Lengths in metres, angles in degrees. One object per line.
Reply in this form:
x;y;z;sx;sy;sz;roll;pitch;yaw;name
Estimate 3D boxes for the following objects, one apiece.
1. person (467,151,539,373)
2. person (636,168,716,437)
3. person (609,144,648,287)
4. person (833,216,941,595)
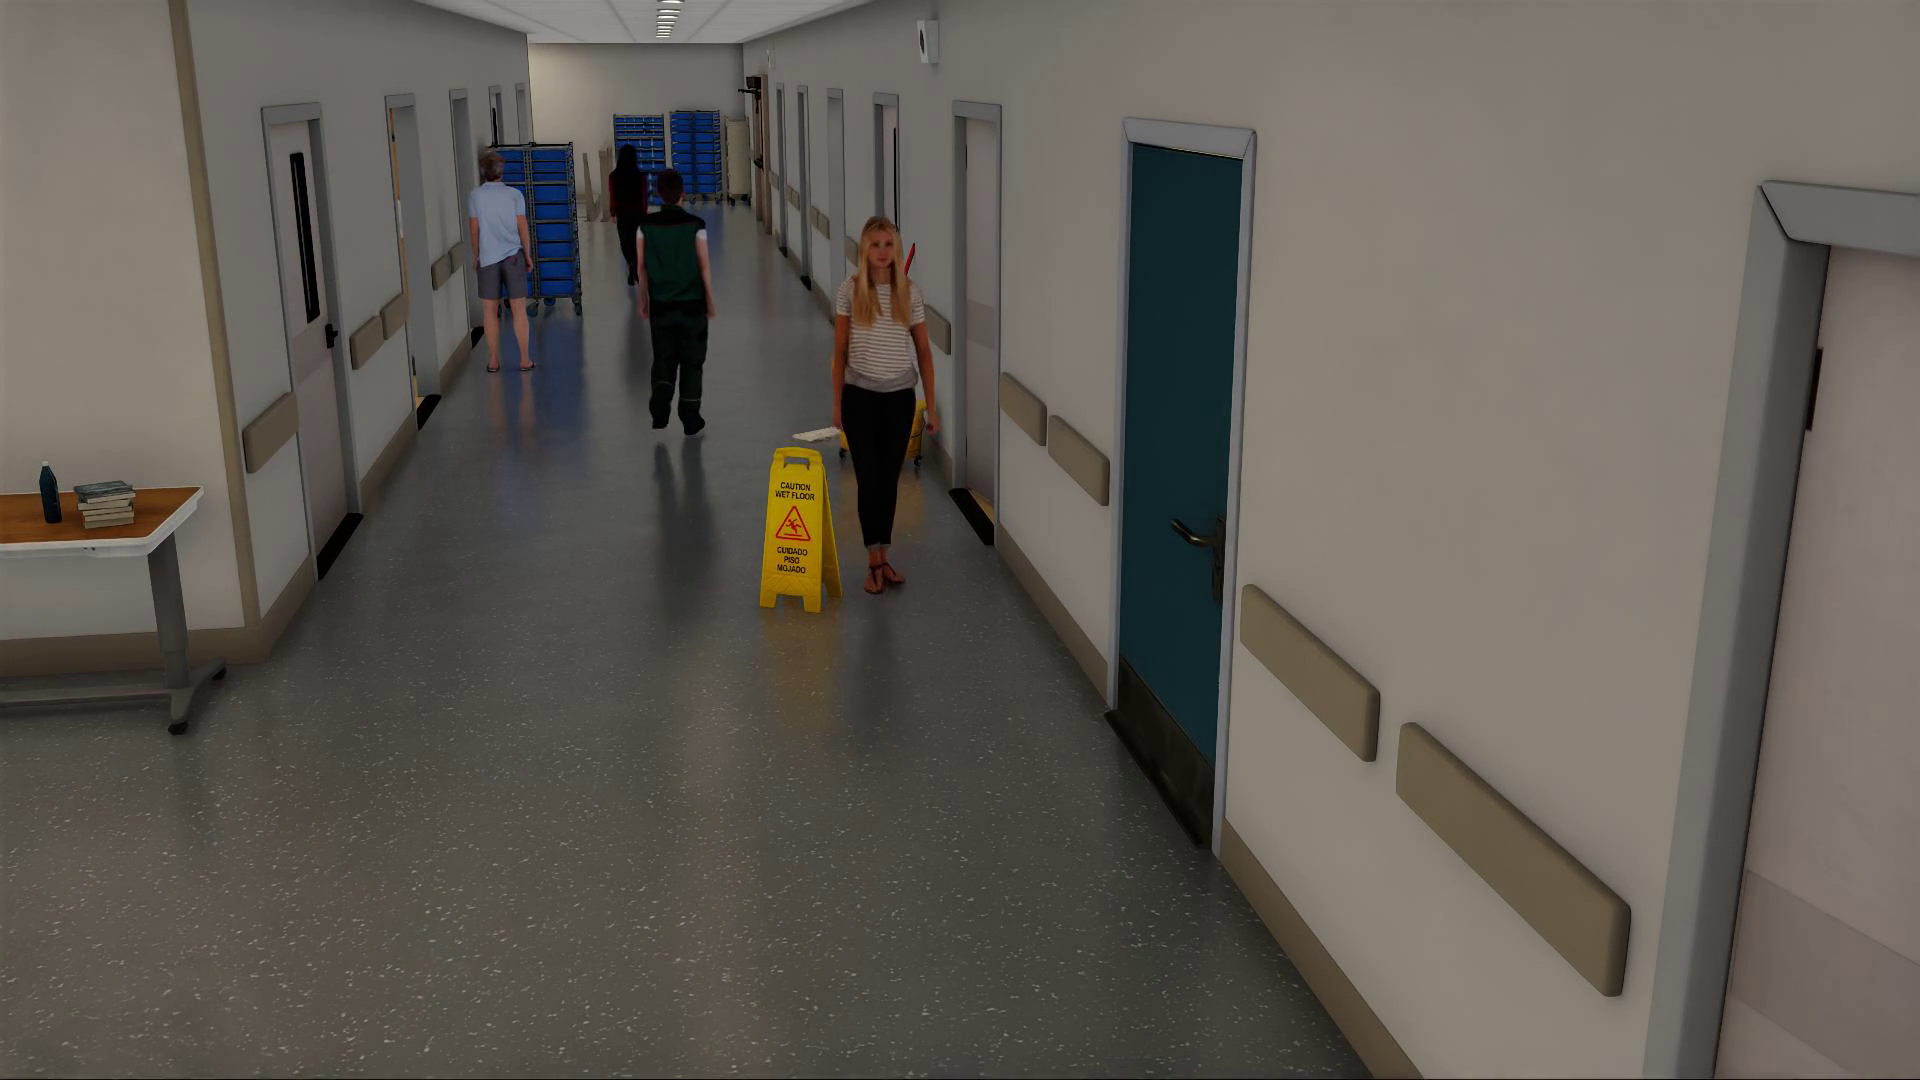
-3.879;-2.350;14.045;0.648;1.832;0.541;-2;16;-9;person
-1.944;-1.602;11.378;0.771;1.836;0.852;2;16;6;person
-3.828;-3.733;19.313;0.700;1.636;1.022;-5;17;-19;person
-0.430;-0.664;8.108;0.678;1.809;0.704;-7;17;-23;person
